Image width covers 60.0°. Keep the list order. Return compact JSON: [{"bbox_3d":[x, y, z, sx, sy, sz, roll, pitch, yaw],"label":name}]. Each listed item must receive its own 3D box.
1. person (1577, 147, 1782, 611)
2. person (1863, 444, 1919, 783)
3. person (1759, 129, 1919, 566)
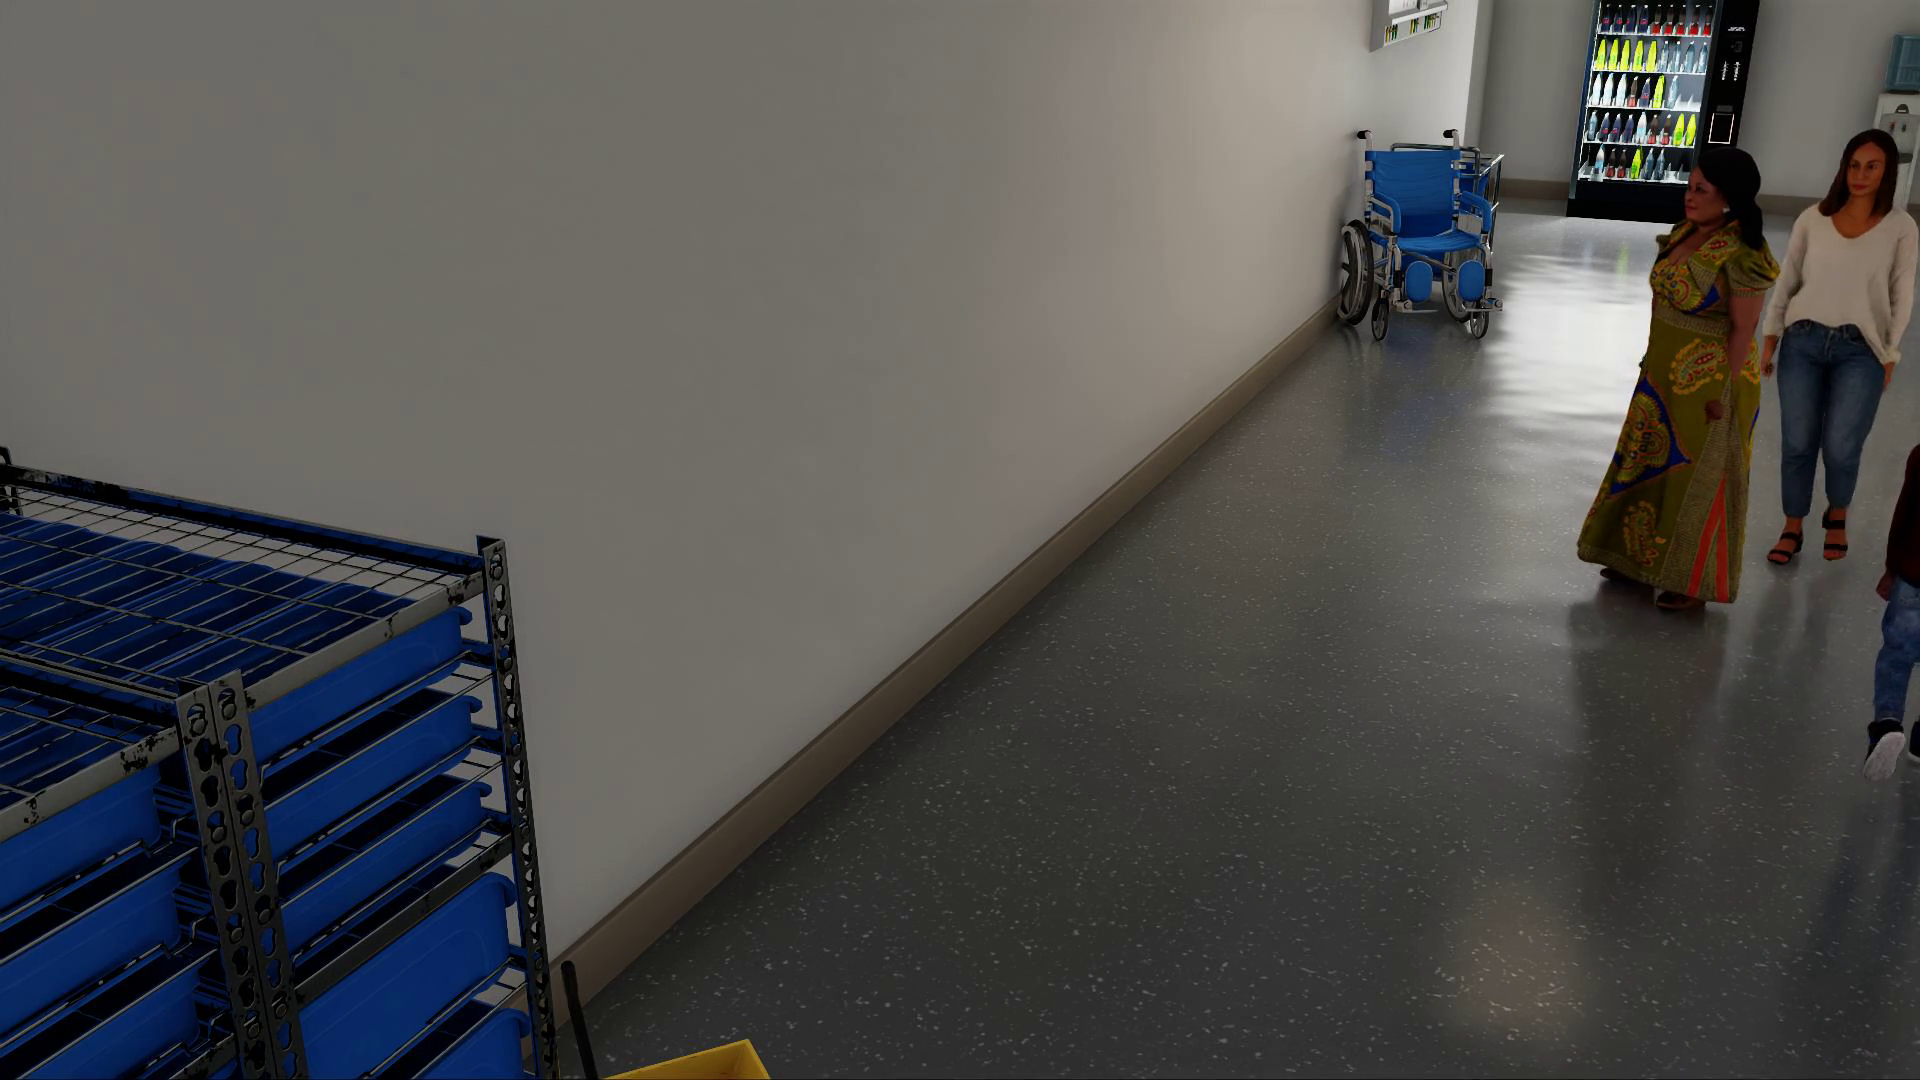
[{"bbox_3d":[2.642,-0.578,5.986,1.057,1.659,1.011,-6,22,-15],"label":"person"},{"bbox_3d":[2.805,0.117,4.736,0.732,1.244,0.627,14,25,32],"label":"person"},{"bbox_3d":[3.355,-0.725,6.354,0.636,1.673,0.765,18,27,40],"label":"person"}]
